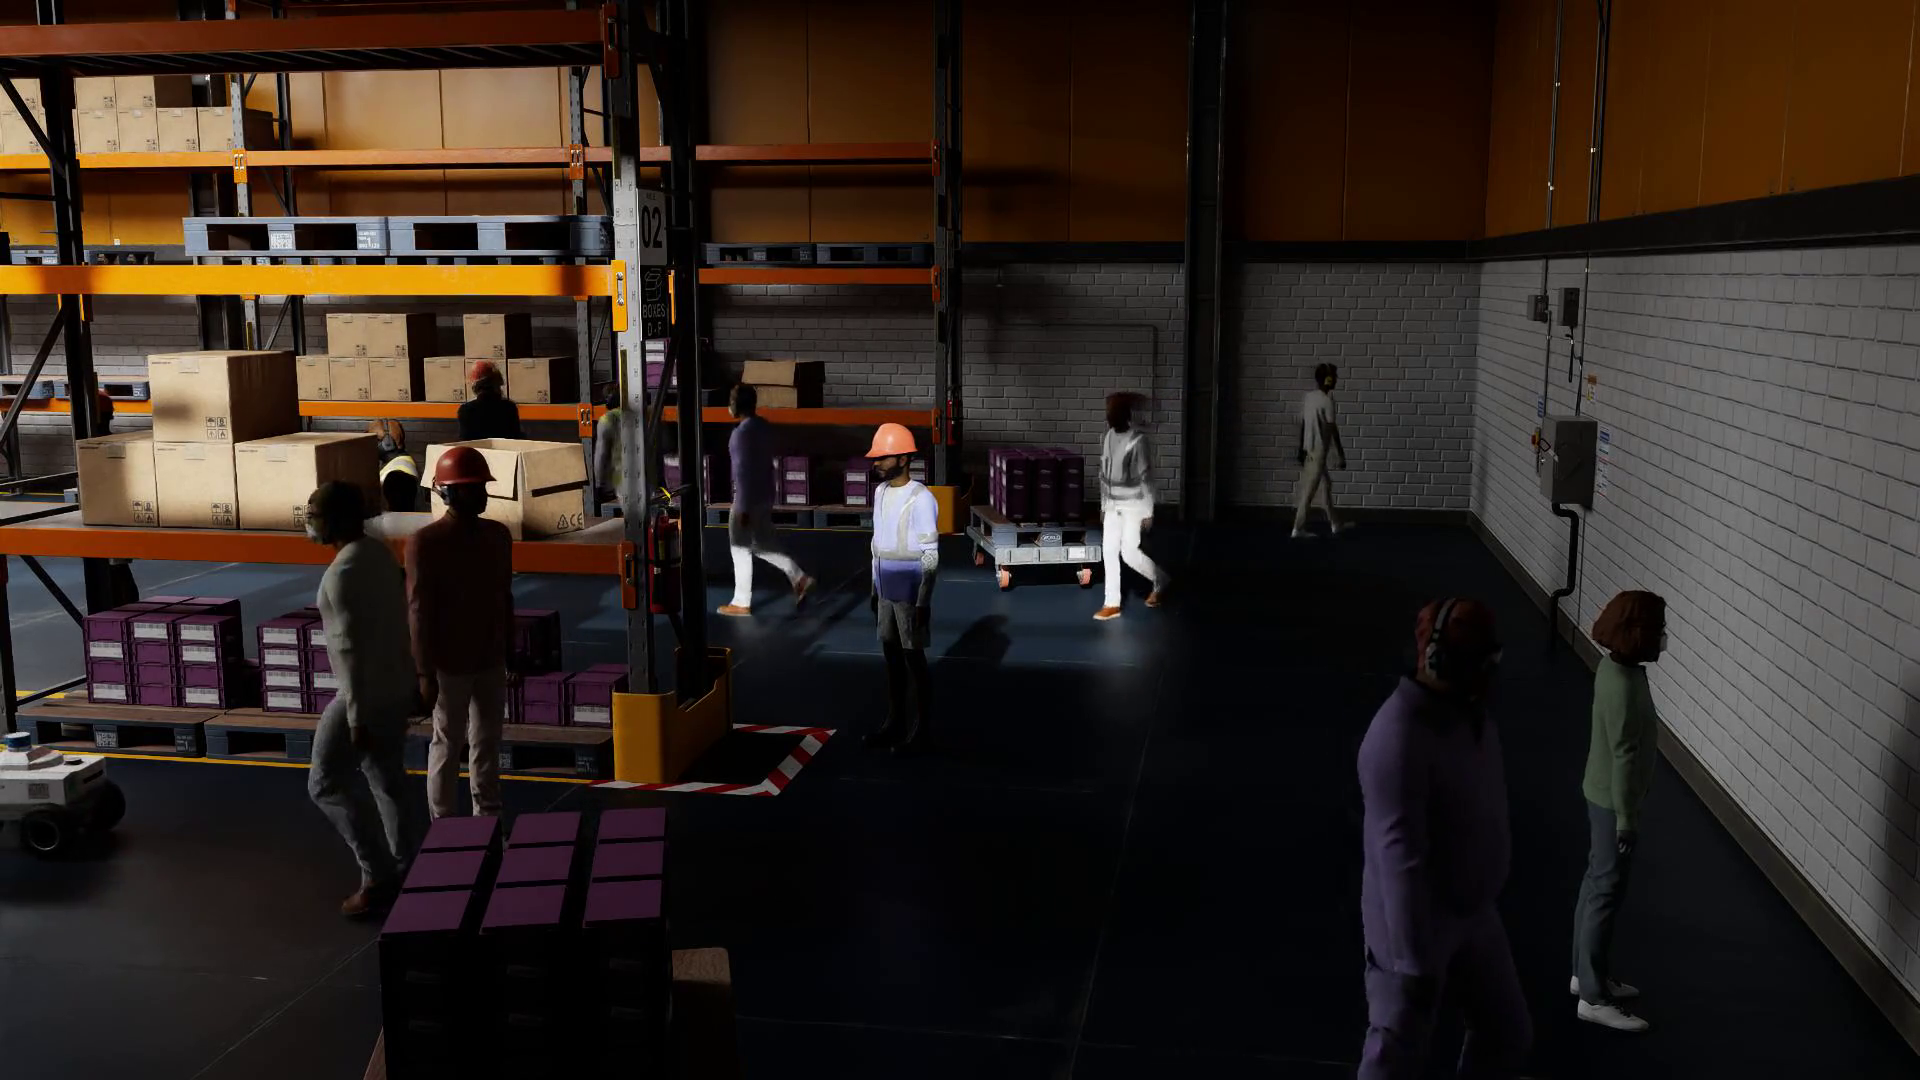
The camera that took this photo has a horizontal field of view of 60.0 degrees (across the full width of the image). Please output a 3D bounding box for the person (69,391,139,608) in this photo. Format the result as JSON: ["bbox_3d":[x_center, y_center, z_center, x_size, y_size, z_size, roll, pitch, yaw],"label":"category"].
[{"bbox_3d":[-6.337,-0.149,12.327,0.552,1.935,0.365,9,13,43],"label":"person"}]

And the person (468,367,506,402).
[{"bbox_3d":[-4.734,-0.832,16.892,0.600,1.830,0.403,3,10,17],"label":"person"}]

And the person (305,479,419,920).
[{"bbox_3d":[-2.577,0.689,7.186,0.466,1.918,0.639,0,9,1],"label":"person"}]

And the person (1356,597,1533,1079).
[{"bbox_3d":[1.437,1.098,4.750,0.663,1.883,0.669,8,12,39],"label":"person"}]

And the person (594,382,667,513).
[{"bbox_3d":[-3.050,-0.549,15.246,0.935,1.789,0.648,7,12,37],"label":"person"}]

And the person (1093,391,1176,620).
[{"bbox_3d":[1.400,-0.282,13.400,0.645,1.859,0.628,-6,11,-34],"label":"person"}]

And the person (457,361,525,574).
[{"bbox_3d":[-4.284,-0.637,15.264,0.477,1.980,0.688,9,13,43],"label":"person"}]

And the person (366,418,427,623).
[{"bbox_3d":[-3.766,0.101,11.105,0.429,1.837,0.628,-3,10,-21],"label":"person"}]

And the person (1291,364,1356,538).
[{"bbox_3d":[3.880,-0.927,17.465,0.900,1.828,0.566,-3,10,-17],"label":"person"}]

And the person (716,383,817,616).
[{"bbox_3d":[-1.588,-0.309,13.422,0.756,1.917,0.631,3,10,17],"label":"person"}]

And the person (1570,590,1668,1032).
[{"bbox_3d":[2.467,0.988,6.215,0.267,1.632,0.509,3,10,16],"label":"person"}]

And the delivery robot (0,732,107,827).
[{"bbox_3d":[-4.555,1.178,8.082,0.707,0.478,0.477,0,9,2],"label":"delivery robot"}]

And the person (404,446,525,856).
[{"bbox_3d":[-2.294,0.555,7.773,0.375,1.997,0.612,5,11,30],"label":"person"}]

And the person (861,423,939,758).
[{"bbox_3d":[-0.362,0.290,9.606,0.373,1.934,0.552,-7,11,-36],"label":"person"}]
